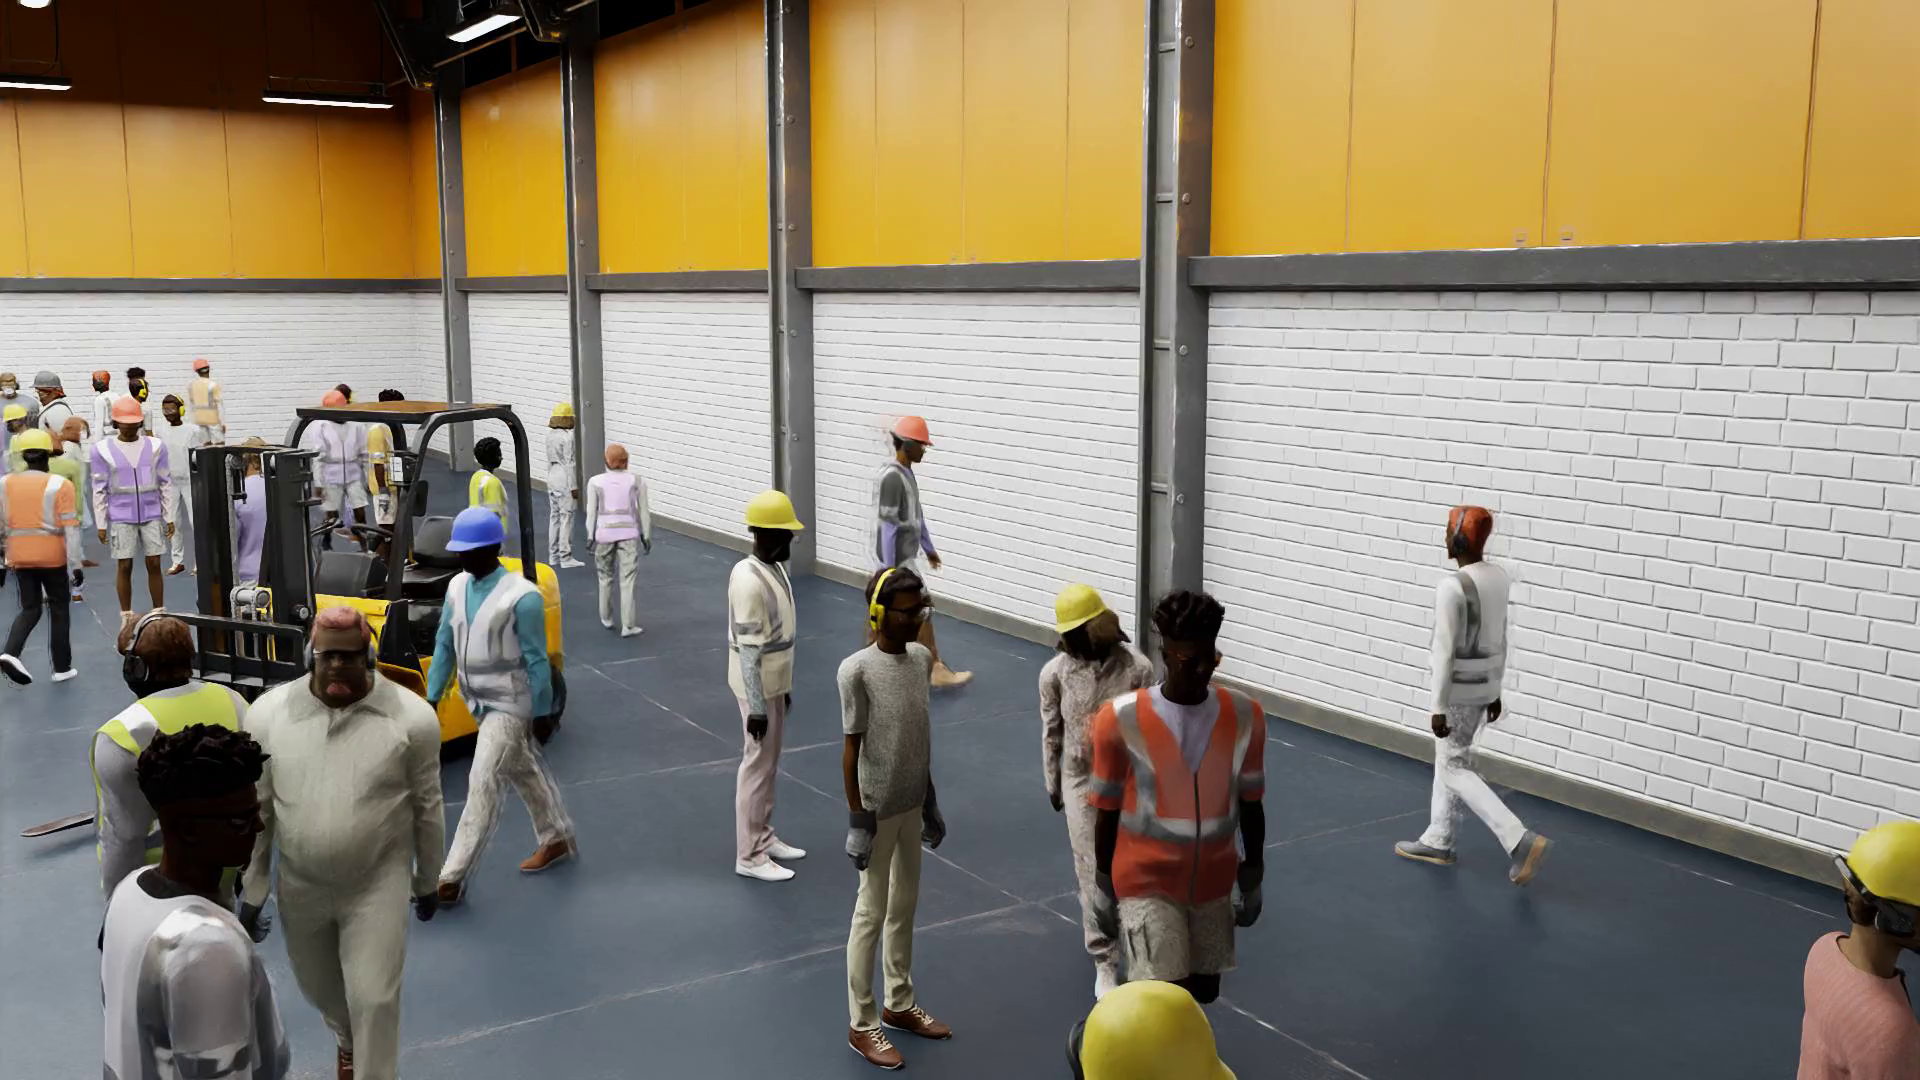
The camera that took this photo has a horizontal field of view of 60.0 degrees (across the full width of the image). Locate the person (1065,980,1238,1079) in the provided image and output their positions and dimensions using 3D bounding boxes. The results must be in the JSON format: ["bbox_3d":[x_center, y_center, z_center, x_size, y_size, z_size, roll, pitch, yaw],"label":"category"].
[{"bbox_3d":[0.296,1.587,2.838,0.326,1.767,0.532,2,9,15],"label":"person"}]

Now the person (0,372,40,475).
[{"bbox_3d":[-11.523,-1.076,20.259,0.636,1.928,0.387,-5,10,-33],"label":"person"}]

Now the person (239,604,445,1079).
[{"bbox_3d":[-2.073,1.119,5.639,0.639,1.872,0.893,-1,8,-7],"label":"person"}]

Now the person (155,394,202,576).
[{"bbox_3d":[-7.954,-0.559,16.988,0.511,1.862,0.325,1,8,5],"label":"person"}]

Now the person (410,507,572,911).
[{"bbox_3d":[-2.262,0.769,7.948,0.612,1.877,1.053,7,11,38],"label":"person"}]

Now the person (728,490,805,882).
[{"bbox_3d":[-0.948,0.706,8.227,0.376,1.924,0.594,1,8,5],"label":"person"}]

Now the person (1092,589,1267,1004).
[{"bbox_3d":[0.711,1.092,5.612,0.602,1.941,0.815,-2,9,-13],"label":"person"}]

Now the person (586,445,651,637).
[{"bbox_3d":[-2.898,-0.004,14.128,0.543,1.593,0.696,-2,9,-11],"label":"person"}]

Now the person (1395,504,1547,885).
[{"bbox_3d":[2.530,0.756,8.132,0.583,1.861,0.790,-8,12,-43],"label":"person"}]

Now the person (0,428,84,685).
[{"bbox_3d":[-6.771,0.139,12.158,0.627,1.897,0.677,0,8,-2],"label":"person"}]

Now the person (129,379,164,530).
[{"bbox_3d":[-9.893,-1.015,20.084,0.524,1.857,0.345,3,9,22],"label":"person"}]

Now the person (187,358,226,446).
[{"bbox_3d":[-11.421,-1.821,25.317,0.577,1.908,0.477,1,9,8],"label":"person"}]

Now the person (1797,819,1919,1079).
[{"bbox_3d":[1.995,1.466,3.681,0.344,1.758,0.532,2,9,14],"label":"person"}]

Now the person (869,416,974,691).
[{"bbox_3d":[-0.295,0.106,12.072,0.940,1.993,0.601,0,8,0],"label":"person"}]

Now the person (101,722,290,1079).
[{"bbox_3d":[-1.661,1.364,3.664,0.367,1.963,0.609,-7,11,-41],"label":"person"}]

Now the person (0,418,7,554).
[{"bbox_3d":[-10.397,-0.681,17.693,0.427,1.902,0.679,-3,9,-21],"label":"person"}]

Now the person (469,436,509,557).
[{"bbox_3d":[-3.918,-0.013,13.839,0.322,1.696,0.536,-5,10,-32],"label":"person"}]

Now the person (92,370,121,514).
[{"bbox_3d":[-11.158,-1.285,21.806,0.357,1.880,0.574,0,8,0],"label":"person"}]

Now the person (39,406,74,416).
[{"bbox_3d":[-11.981,-1.235,22.076,0.532,1.697,0.322,0,8,-2],"label":"person"}]

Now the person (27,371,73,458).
[{"bbox_3d":[-9.997,-0.844,18.292,0.537,2.000,0.674,-5,10,-29],"label":"person"}]

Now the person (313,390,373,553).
[{"bbox_3d":[-6.474,-0.641,17.424,0.633,1.894,0.653,-6,10,-33],"label":"person"}]

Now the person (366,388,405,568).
[{"bbox_3d":[-5.555,-0.497,16.230,0.381,1.958,0.602,-1,8,-4],"label":"person"}]

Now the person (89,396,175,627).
[{"bbox_3d":[-6.910,-0.188,13.929,0.611,2.030,0.409,-7,11,-38],"label":"person"}]

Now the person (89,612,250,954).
[{"bbox_3d":[-2.621,1.148,5.533,0.429,1.842,0.635,2,9,16],"label":"person"}]

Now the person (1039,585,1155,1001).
[{"bbox_3d":[0.580,0.997,7.054,0.512,1.690,0.826,-1,9,-7],"label":"person"}]

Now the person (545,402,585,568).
[{"bbox_3d":[-4.179,-0.581,17.553,0.326,1.737,0.488,-8,11,-41],"label":"person"}]

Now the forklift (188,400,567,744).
[{"bbox_3d":[-3.529,0.258,10.348,1.214,2.155,2.313,4,9,25],"label":"forklift"}]

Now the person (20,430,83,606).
[{"bbox_3d":[-8.403,-0.209,15.416,0.498,1.624,0.301,-5,10,-29],"label":"person"}]

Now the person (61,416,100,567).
[{"bbox_3d":[-9.230,-0.485,17.315,0.417,1.612,0.597,-4,9,-23],"label":"person"}]

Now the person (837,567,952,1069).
[{"bbox_3d":[-0.244,1.025,6.281,0.328,1.868,0.511,6,10,35],"label":"person"}]

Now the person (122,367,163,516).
[{"bbox_3d":[-10.551,-1.262,21.488,0.665,1.933,0.470,6,11,37],"label":"person"}]
